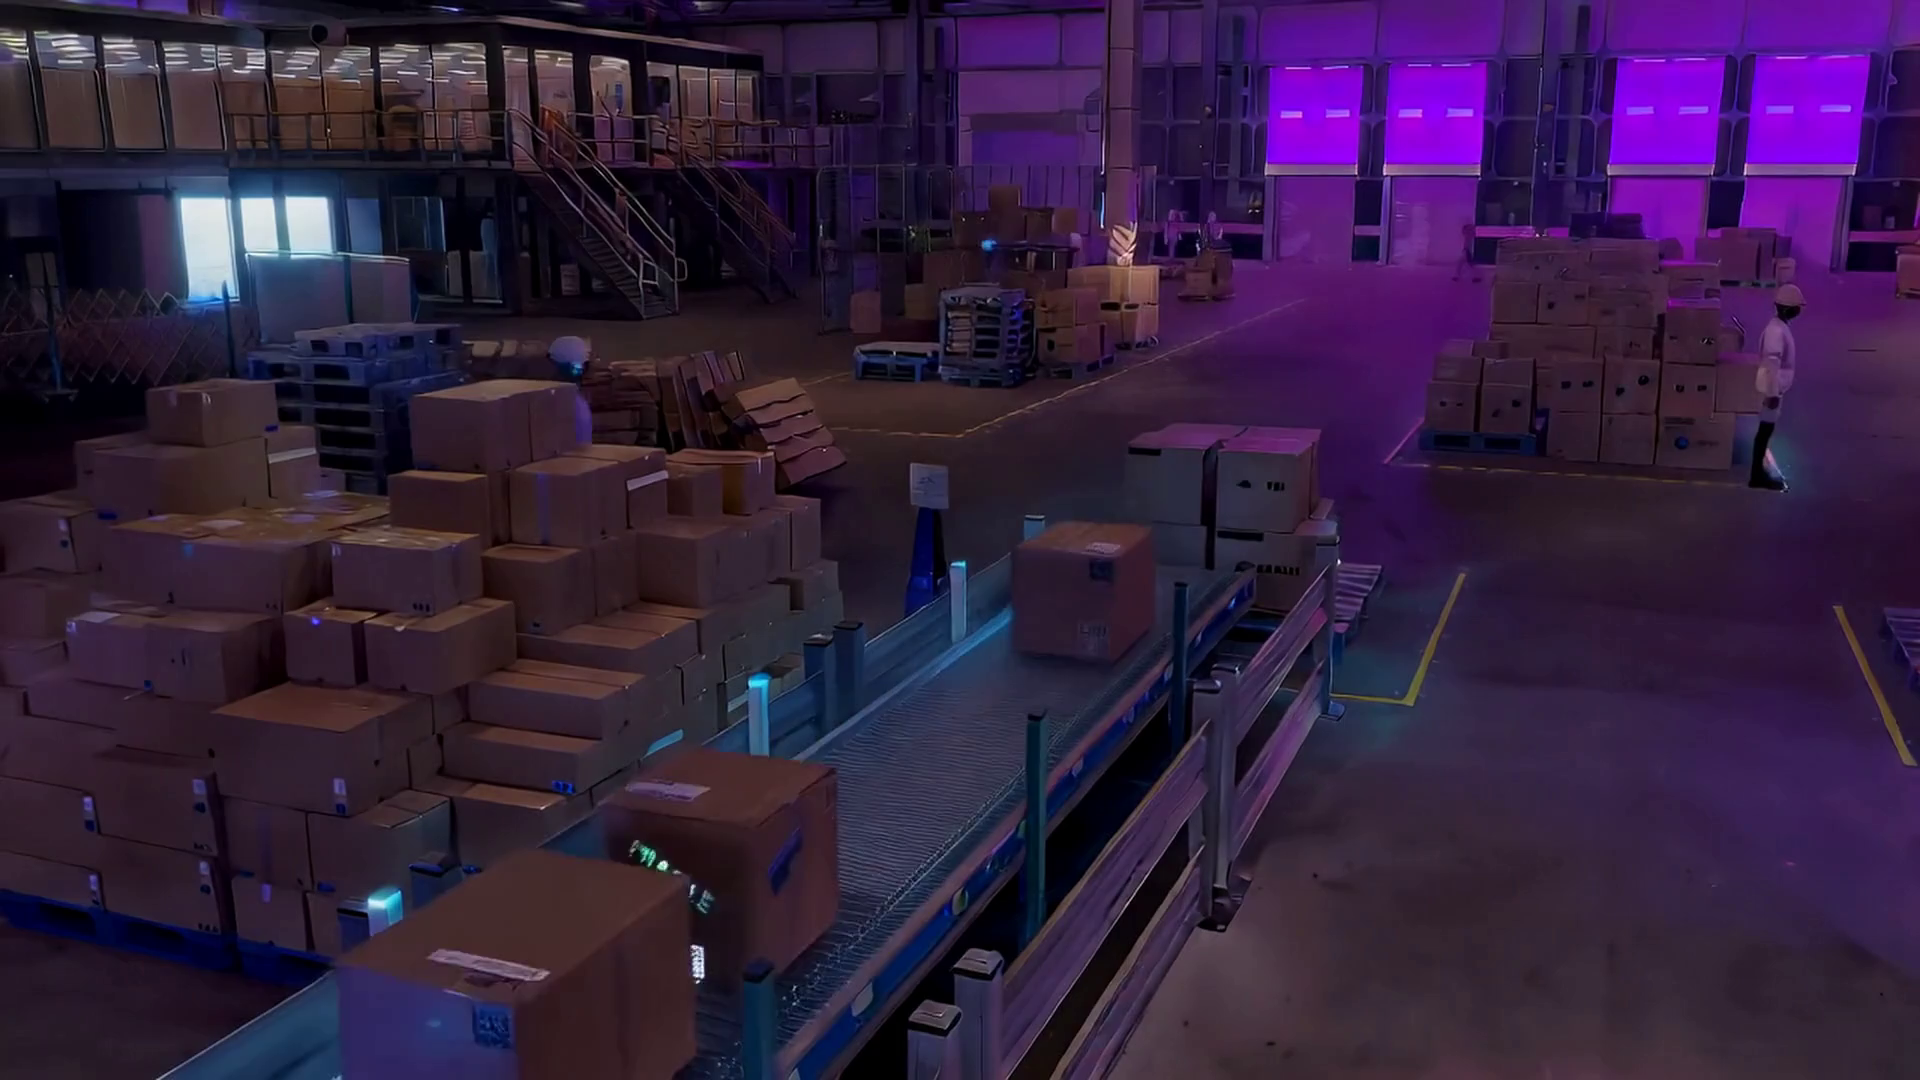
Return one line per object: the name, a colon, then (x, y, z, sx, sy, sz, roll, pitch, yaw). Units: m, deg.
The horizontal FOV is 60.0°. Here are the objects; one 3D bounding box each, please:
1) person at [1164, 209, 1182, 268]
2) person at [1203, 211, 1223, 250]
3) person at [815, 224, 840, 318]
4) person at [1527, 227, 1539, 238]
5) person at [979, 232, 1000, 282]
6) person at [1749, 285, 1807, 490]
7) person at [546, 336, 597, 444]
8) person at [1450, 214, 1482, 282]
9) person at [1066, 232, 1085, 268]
person: (6.541, -9.317, 51.428, 0.528, 1.813, 0.925, -4, 13, -18)
person: (7.404, -8.676, 48.539, 0.634, 1.818, 0.801, -4, 13, -19)
person: (-2.703, -5.498, 34.057, 0.589, 1.910, 0.392, -10, 16, -37)
person: (11.370, -5.332, 33.384, 0.417, 1.866, 0.626, -9, 16, -36)
person: (0.463, -4.527, 29.694, 0.773, 1.908, 0.562, 1, 13, 4)
person: (7.778, -1.455, 15.842, 0.362, 1.939, 0.542, 7, 14, 28)
person: (-2.539, -0.379, 11.014, 1.040, 1.932, 0.638, -11, 16, -40)
person: (13.754, -7.900, 44.998, 0.918, 1.836, 0.530, 12, 17, 42)
person: (2.186, -4.926, 31.666, 1.007, 1.831, 0.597, -8, 15, -31)
